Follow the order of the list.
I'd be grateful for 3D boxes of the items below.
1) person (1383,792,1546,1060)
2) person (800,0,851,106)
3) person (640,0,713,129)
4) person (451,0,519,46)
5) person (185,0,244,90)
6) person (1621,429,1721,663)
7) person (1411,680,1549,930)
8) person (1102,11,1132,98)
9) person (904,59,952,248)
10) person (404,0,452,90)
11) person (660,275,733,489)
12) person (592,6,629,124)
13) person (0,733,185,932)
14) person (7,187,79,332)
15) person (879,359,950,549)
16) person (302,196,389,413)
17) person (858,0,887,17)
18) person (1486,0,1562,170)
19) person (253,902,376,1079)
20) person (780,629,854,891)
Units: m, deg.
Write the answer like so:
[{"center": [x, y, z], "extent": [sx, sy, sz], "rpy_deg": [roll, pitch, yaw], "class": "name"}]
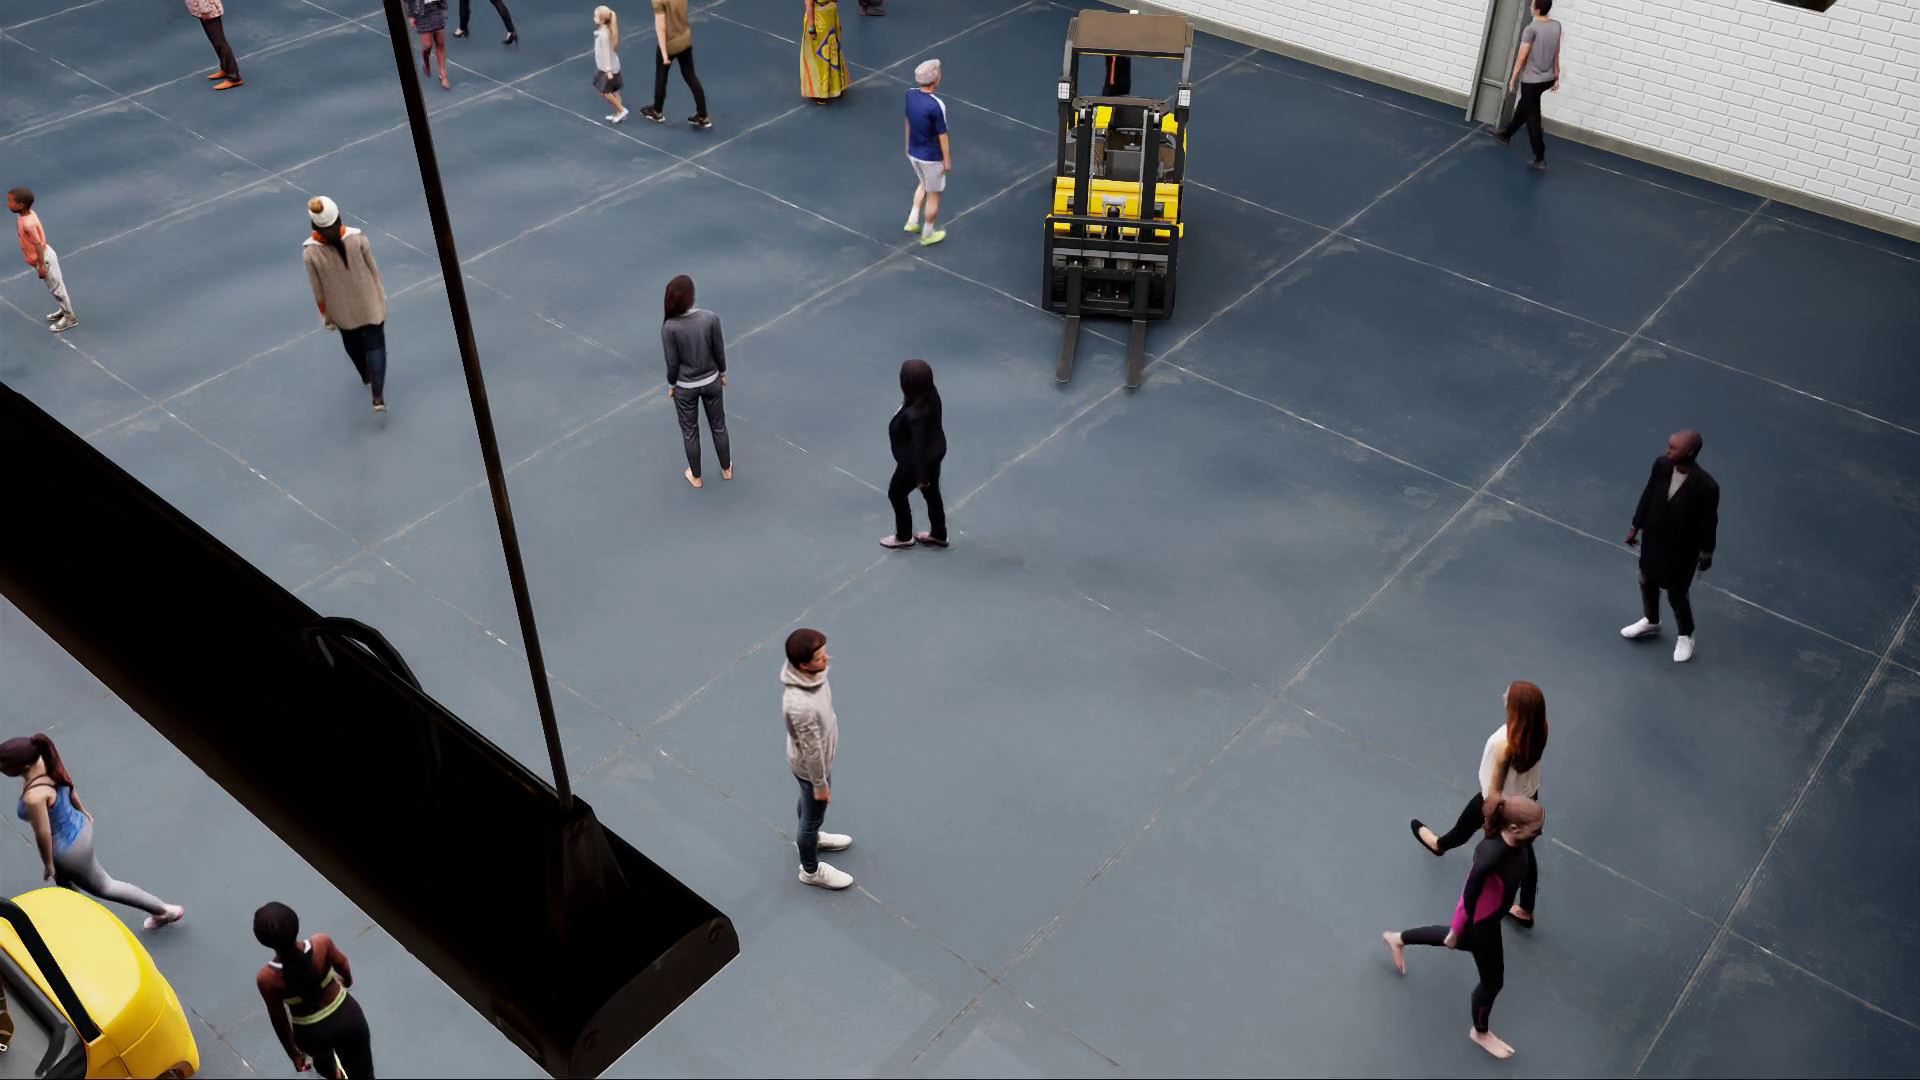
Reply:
[{"center": [2.653, 1.912, 8.683], "extent": [1.104, 1.705, 0.605], "rpy_deg": [30, 48, 32], "class": "person"}, {"center": [-1.498, -5.620, 18.152], "extent": [0.745, 1.659, 0.838], "rpy_deg": [26, 45, 29], "class": "person"}, {"center": [-2.933, -5.204, 17.505], "extent": [1.100, 1.817, 0.714], "rpy_deg": [23, 44, 26], "class": "person"}, {"center": [-5.517, -6.536, 19.232], "extent": [1.219, 1.743, 0.864], "rpy_deg": [14, 41, 17], "class": "person"}, {"center": [-8.348, -5.937, 18.434], "extent": [0.822, 1.802, 0.662], "rpy_deg": [-19, 43, -23], "class": "person"}, {"center": [4.787, 0.018, 11.037], "extent": [0.756, 1.728, 0.941], "rpy_deg": [31, 48, 33], "class": "person"}, {"center": [3.111, 1.491, 9.241], "extent": [0.842, 1.668, 1.194], "rpy_deg": [-20, 43, -24], "class": "person"}, {"center": [1.465, -4.369, 16.478], "extent": [0.829, 1.793, 0.851], "rpy_deg": [6, 39, 8], "class": "person"}, {"center": [-0.366, -3.555, 15.433], "extent": [0.619, 1.825, 0.731], "rpy_deg": [32, 48, 33], "class": "person"}, {"center": [-5.923, -5.837, 18.399], "extent": [0.681, 1.690, 0.694], "rpy_deg": [-27, 46, -30], "class": "person"}, {"center": [-1.980, -1.194, 12.521], "extent": [0.687, 1.770, 0.668], "rpy_deg": [-15, 41, -18], "class": "person"}, {"center": [-3.705, -5.079, 17.790], "extent": [0.702, 1.267, 0.641], "rpy_deg": [-4, 39, -5], "class": "person"}, {"center": [-4.805, 1.657, 9.106], "extent": [1.001, 1.577, 1.033], "rpy_deg": [-7, 39, -9], "class": "person"}, {"center": [-7.988, -2.467, 14.483], "extent": [0.606, 1.311, 0.508], "rpy_deg": [-19, 42, -22], "class": "person"}, {"center": [-0.199, -0.579, 11.888], "extent": [0.890, 1.600, 0.835], "rpy_deg": [7, 39, 9], "class": "person"}, {"center": [-4.859, -1.870, 13.300], "extent": [1.121, 1.854, 1.253], "rpy_deg": [-7, 39, -9], "class": "person"}, {"center": [-1.159, -7.325, 20.121], "extent": [0.833, 1.865, 0.768], "rpy_deg": [-4, 39, -5], "class": "person"}, {"center": [5.902, -4.613, 16.844], "extent": [0.886, 1.718, 1.231], "rpy_deg": [-18, 42, -21], "class": "person"}, {"center": [-3.003, 2.440, 8.026], "extent": [0.805, 1.701, 1.235], "rpy_deg": [-22, 44, -25], "class": "person"}, {"center": [-0.846, 1.215, 9.437], "extent": [0.797, 1.853, 0.747], "rpy_deg": [-2, 39, -2], "class": "person"}]
